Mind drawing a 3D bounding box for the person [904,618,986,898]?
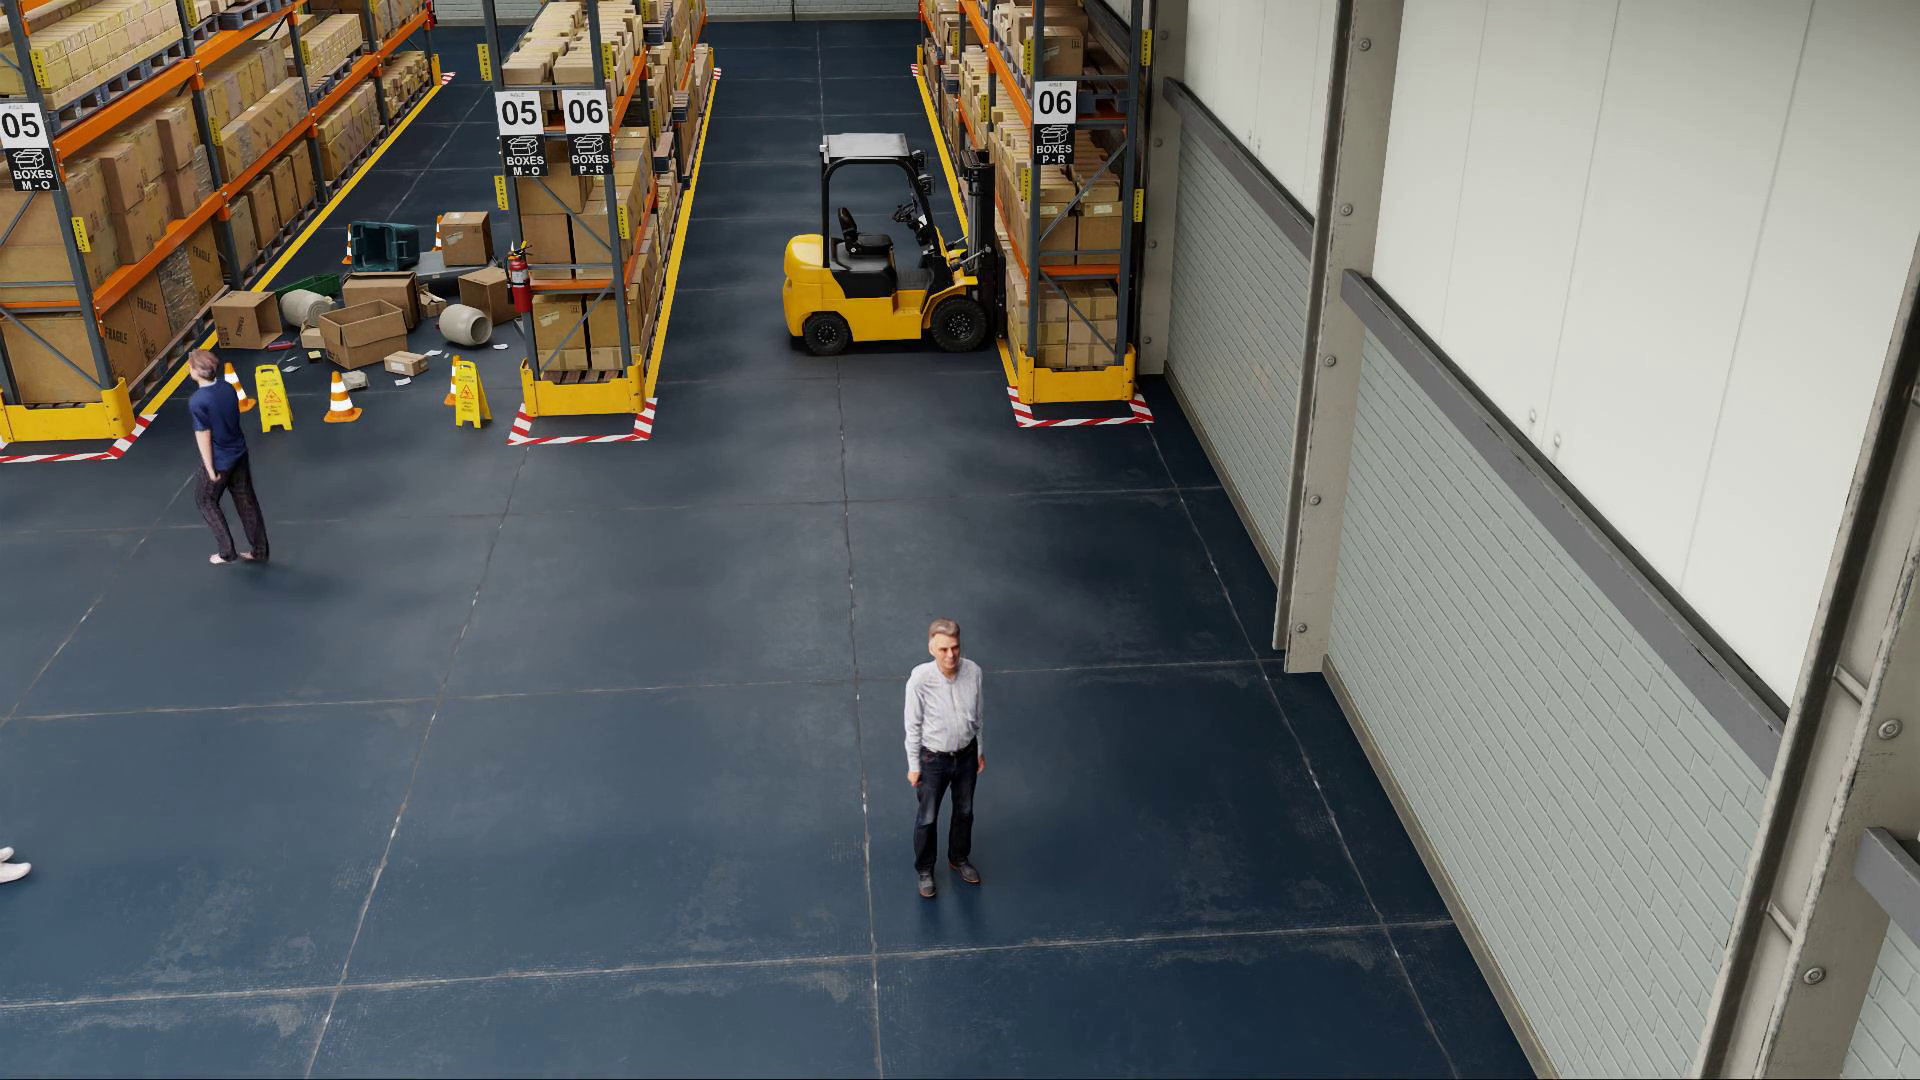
[{"bbox_3d":[-0.079,1.250,9.774,0.721,1.820,0.674,-11,29,-21],"label":"person"}]

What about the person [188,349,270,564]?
[{"bbox_3d":[-5.839,-0.638,13.402,0.872,1.854,0.794,11,29,21],"label":"person"}]
